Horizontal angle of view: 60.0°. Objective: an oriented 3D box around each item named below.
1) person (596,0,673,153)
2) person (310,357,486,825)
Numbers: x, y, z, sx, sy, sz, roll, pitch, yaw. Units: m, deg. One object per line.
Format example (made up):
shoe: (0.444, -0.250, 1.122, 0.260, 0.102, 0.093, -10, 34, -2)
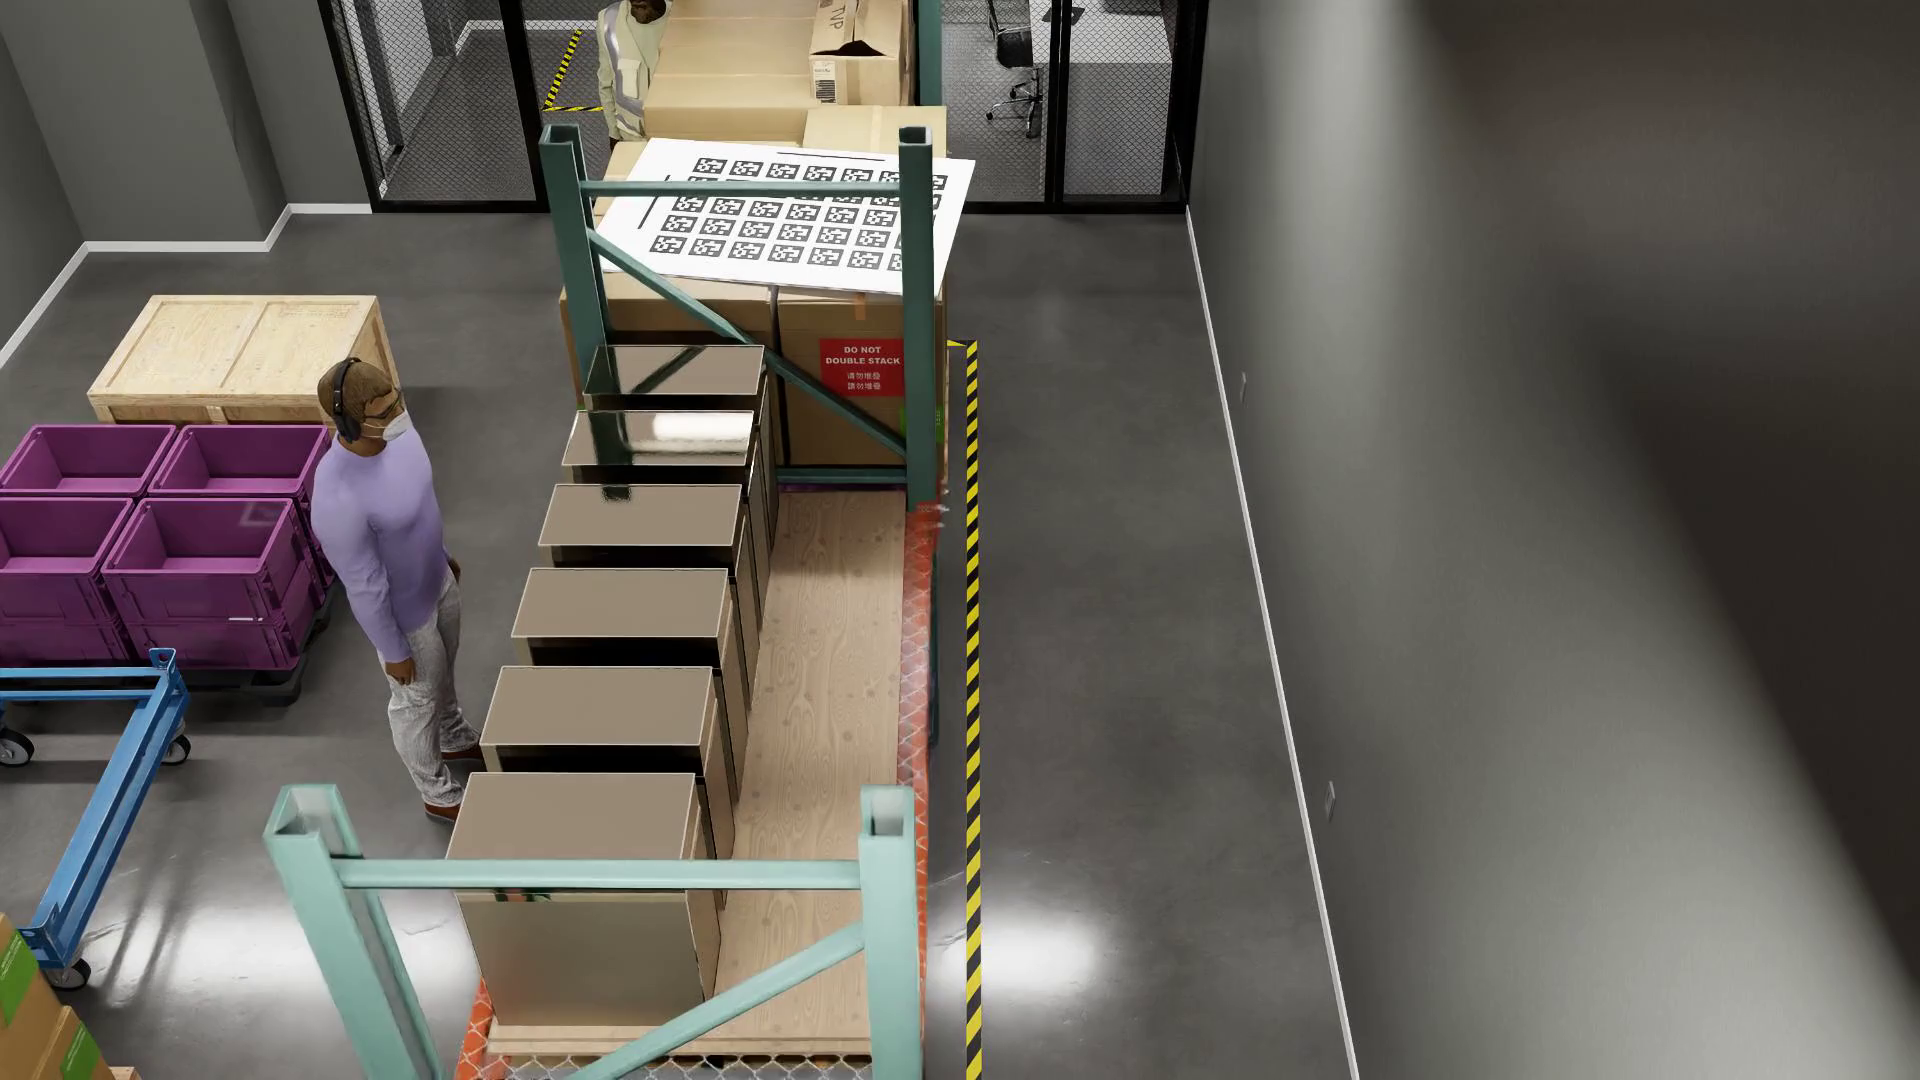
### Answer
person: (-1.498, -2.075, 8.337, 0.586, 1.833, 0.403, 0, 41, 0)
person: (-1.862, 0.195, 5.664, 0.373, 1.940, 0.629, 0, 41, 0)
